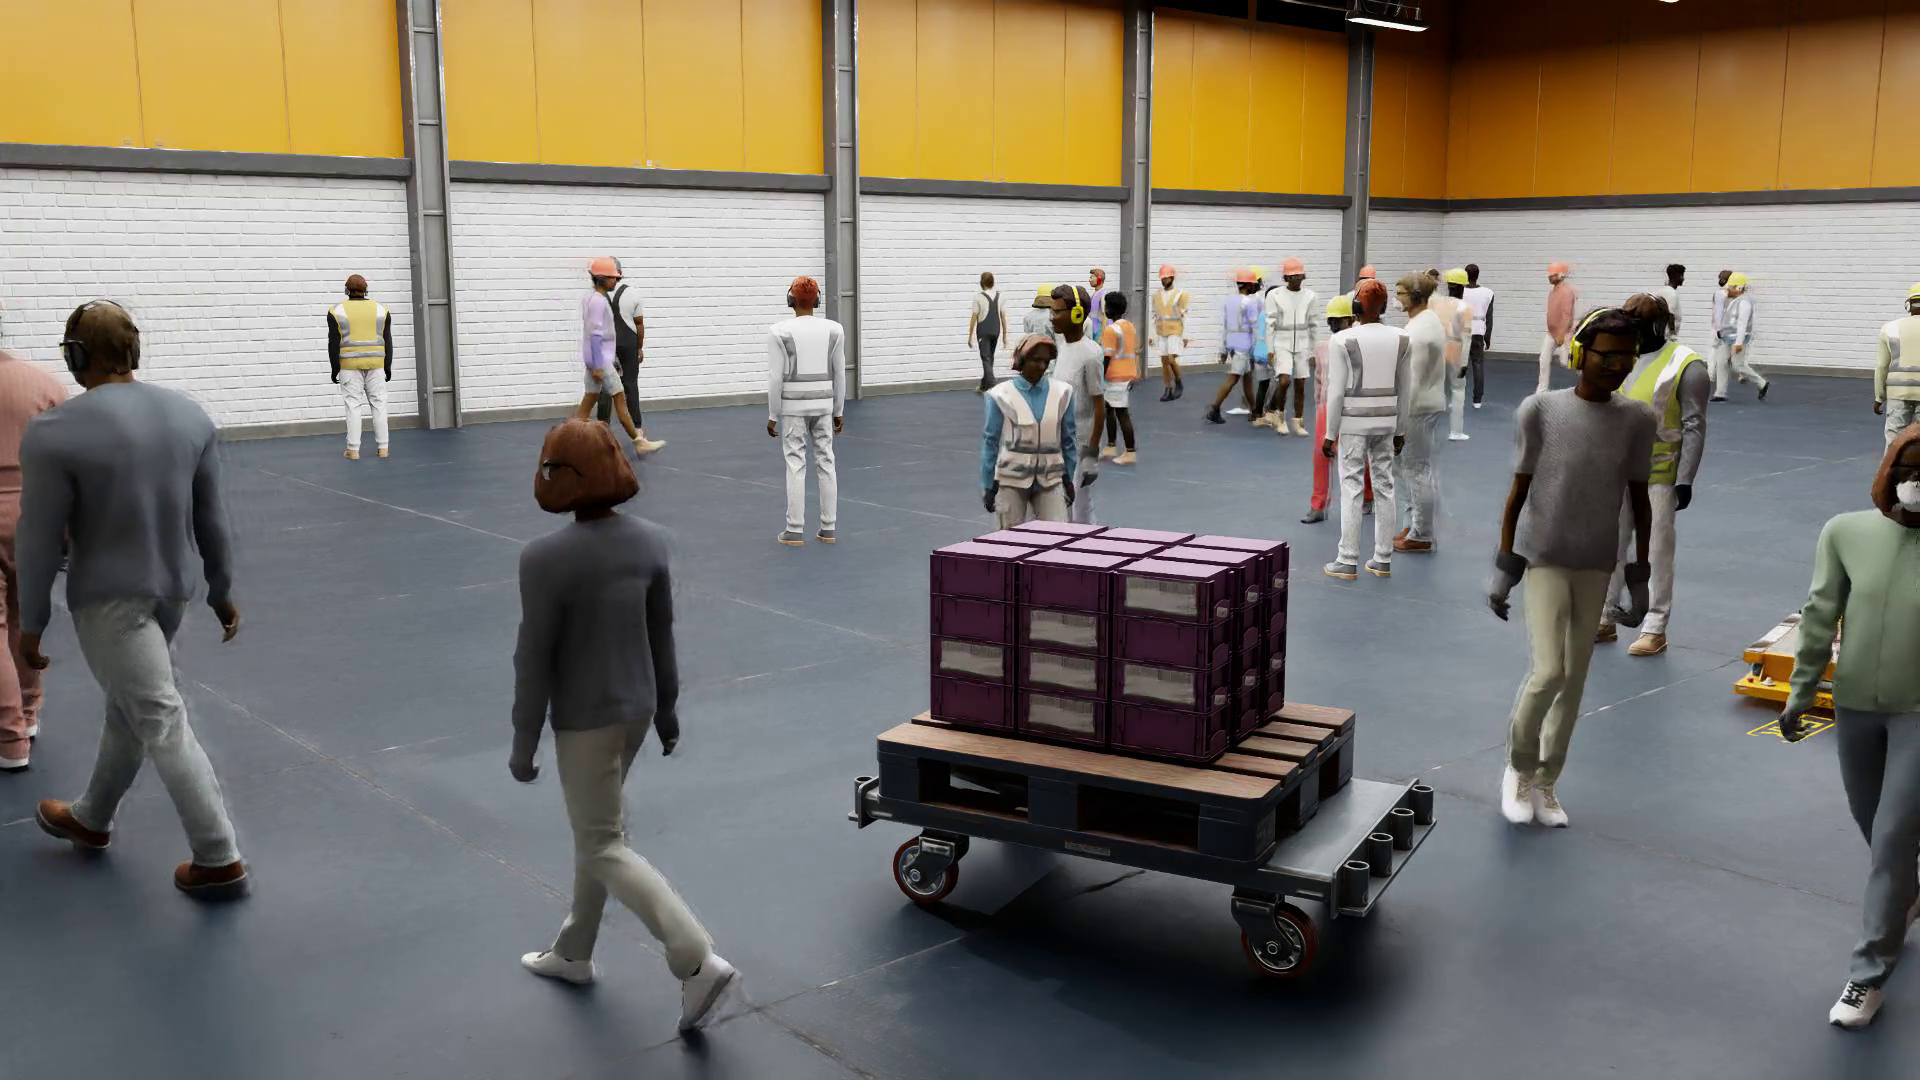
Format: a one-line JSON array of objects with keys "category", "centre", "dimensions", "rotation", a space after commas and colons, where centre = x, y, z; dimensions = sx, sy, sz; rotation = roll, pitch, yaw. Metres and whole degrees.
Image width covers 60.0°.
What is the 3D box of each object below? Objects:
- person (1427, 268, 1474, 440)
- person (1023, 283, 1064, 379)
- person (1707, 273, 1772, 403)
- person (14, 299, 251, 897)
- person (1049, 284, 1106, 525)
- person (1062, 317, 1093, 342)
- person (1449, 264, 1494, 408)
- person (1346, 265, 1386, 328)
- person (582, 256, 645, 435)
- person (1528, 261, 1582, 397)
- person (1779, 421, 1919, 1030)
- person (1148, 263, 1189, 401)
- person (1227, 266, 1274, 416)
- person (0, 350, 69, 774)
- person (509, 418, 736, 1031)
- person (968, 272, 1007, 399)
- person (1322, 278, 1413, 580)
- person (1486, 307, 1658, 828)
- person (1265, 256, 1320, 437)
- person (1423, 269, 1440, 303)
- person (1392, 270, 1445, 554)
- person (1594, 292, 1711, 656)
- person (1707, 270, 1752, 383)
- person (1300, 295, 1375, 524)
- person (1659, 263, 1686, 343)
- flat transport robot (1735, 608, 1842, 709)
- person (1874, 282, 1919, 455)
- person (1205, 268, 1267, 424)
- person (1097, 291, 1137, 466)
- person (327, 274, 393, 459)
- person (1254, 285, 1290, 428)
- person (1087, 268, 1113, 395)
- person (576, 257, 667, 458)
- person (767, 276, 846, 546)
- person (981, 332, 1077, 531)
[{"category": "person", "centre": [5.271, -2.002, 18.079], "dimensions": [0.814, 1.902, 0.592], "rotation": [-9, 13, -43]}, {"category": "person", "centre": [0.919, -1.937, 18.185], "dimensions": [0.480, 1.733, 0.339], "rotation": [5, 11, 27]}, {"category": "person", "centre": [10.689, -2.753, 22.747], "dimensions": [0.754, 1.801, 0.591], "rotation": [1, 10, 5]}, {"category": "person", "centre": [-2.689, 0.183, 5.317], "dimensions": [1.046, 1.883, 0.649], "rotation": [4, 11, 25]}, {"category": "person", "centre": [0.640, -0.504, 9.393], "dimensions": [0.309, 1.868, 0.532], "rotation": [-4, 10, -20]}, {"category": "person", "centre": [1.207, -1.897, 18.229], "dimensions": [0.522, 1.636, 0.310], "rotation": [4, 11, 23]}, {"category": "person", "centre": [6.802, -2.716, 22.194], "dimensions": [0.593, 1.922, 0.391], "rotation": [0, 10, 2]}, {"category": "person", "centre": [5.673, -2.894, 23.318], "dimensions": [0.557, 1.900, 0.965], "rotation": [4, 11, 23]}, {"category": "person", "centre": [-3.876, -2.175, 18.673], "dimensions": [0.672, 2.000, 0.536], "rotation": [-2, 10, -9]}, {"category": "person", "centre": [8.416, -2.894, 23.130], "dimensions": [0.895, 1.965, 0.610], "rotation": [-2, 10, -10]}, {"category": "person", "centre": [2.598, 0.454, 4.578], "dimensions": [0.829, 1.596, 0.497], "rotation": [-8, 12, -38]}, {"category": "person", "centre": [2.893, -2.880, 23.151], "dimensions": [0.556, 1.916, 0.428], "rotation": [7, 12, 37]}, {"category": "person", "centre": [3.603, -2.445, 20.665], "dimensions": [0.792, 1.893, 0.583], "rotation": [4, 10, 21]}, {"category": "person", "centre": [-3.928, -0.040, 6.631], "dimensions": [0.797, 1.877, 0.654], "rotation": [8, 13, 39]}, {"category": "person", "centre": [-0.909, 0.479, 4.407], "dimensions": [0.764, 1.606, 0.504], "rotation": [5, 11, 29]}, {"category": "person", "centre": [0.371, -2.922, 23.775], "dimensions": [0.530, 1.802, 0.876], "rotation": [-5, 11, -28]}, {"category": "person", "centre": [2.542, -0.689, 10.429], "dimensions": [0.576, 1.885, 0.355], "rotation": [-3, 10, -17]}, {"category": "person", "centre": [2.149, 0.115, 5.824], "dimensions": [0.544, 1.844, 0.485], "rotation": [-1, 10, -3]}, {"category": "person", "centre": [3.693, -2.132, 18.501], "dimensions": [0.641, 2.010, 0.541], "rotation": [-1, 10, -6]}, {"category": "person", "centre": [6.027, -2.569, 21.532], "dimensions": [0.506, 1.861, 0.329], "rotation": [-6, 12, -33]}, {"category": "person", "centre": [3.046, -0.853, 11.273], "dimensions": [0.468, 1.923, 0.659], "rotation": [3, 10, 19]}, {"category": "person", "centre": [3.448, -0.334, 8.487], "dimensions": [0.429, 1.839, 0.634], "rotation": [-7, 12, -35]}, {"category": "person", "centre": [12.330, -3.422, 26.667], "dimensions": [0.623, 1.812, 0.852], "rotation": [-4, 10, -22]}, {"category": "person", "centre": [2.968, -1.011, 12.762], "dimensions": [0.552, 1.725, 0.866], "rotation": [9, 13, 42]}, {"category": "person", "centre": [9.987, -2.975, 23.696], "dimensions": [0.916, 1.928, 0.609], "rotation": [3, 10, 18]}, {"category": "flat transport robot", "centre": [4.189, 0.555, 7.864], "dimensions": [0.652, 0.197, 1.431], "rotation": [7, 12, 37]}, {"category": "person", "centre": [7.711, -1.170, 13.433], "dimensions": [0.589, 1.822, 0.403], "rotation": [6, 11, 31]}, {"category": "person", "centre": [3.381, -2.344, 20.148], "dimensions": [1.025, 1.884, 0.557], "rotation": [-4, 11, -25]}, {"category": "person", "centre": [1.469, -1.566, 16.131], "dimensions": [0.651, 1.672, 0.548], "rotation": [5, 11, 29]}, {"category": "person", "centre": [-6.000, -1.731, 16.659], "dimensions": [0.625, 1.844, 0.429], "rotation": [-6, 12, -33]}, {"category": "person", "centre": [3.659, -2.134, 19.474], "dimensions": [0.412, 1.677, 0.543], "rotation": [-2, 10, -14]}, {"category": "person", "centre": [1.970, -2.887, 23.407], "dimensions": [0.388, 1.847, 0.563], "rotation": [-1, 10, -7]}, {"category": "person", "centre": [-3.428, -1.786, 16.500], "dimensions": [1.002, 1.997, 0.632], "rotation": [-3, 10, -16]}, {"category": "person", "centre": [-1.078, -0.897, 11.656], "dimensions": [0.577, 1.883, 0.353], "rotation": [-5, 11, -26]}, {"category": "person", "centre": [0.370, -0.282, 8.787], "dimensions": [0.546, 1.620, 0.378], "rotation": [-3, 10, -16]}]
